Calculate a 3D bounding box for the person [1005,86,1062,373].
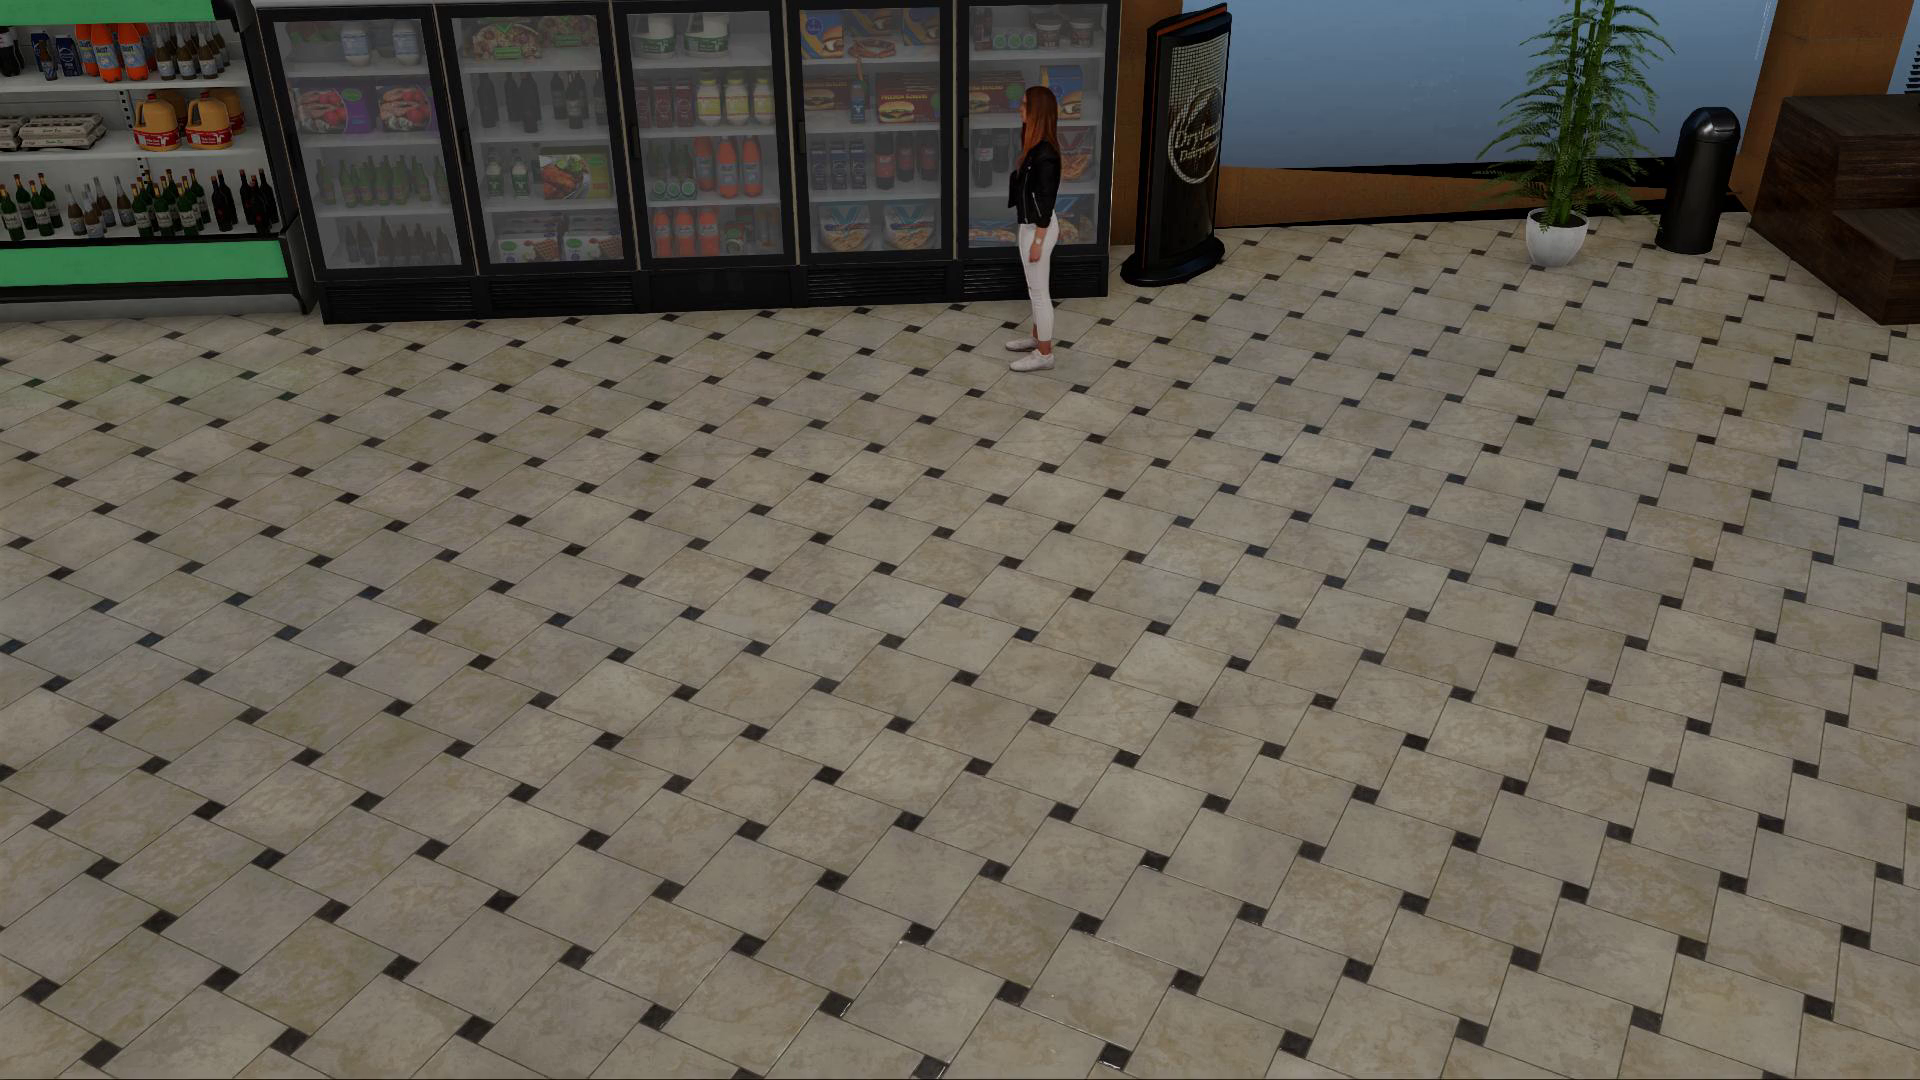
[{"bbox_3d":[0.457,-1.835,9.818,0.517,1.704,0.607,-1,32,-2],"label":"person"}]
